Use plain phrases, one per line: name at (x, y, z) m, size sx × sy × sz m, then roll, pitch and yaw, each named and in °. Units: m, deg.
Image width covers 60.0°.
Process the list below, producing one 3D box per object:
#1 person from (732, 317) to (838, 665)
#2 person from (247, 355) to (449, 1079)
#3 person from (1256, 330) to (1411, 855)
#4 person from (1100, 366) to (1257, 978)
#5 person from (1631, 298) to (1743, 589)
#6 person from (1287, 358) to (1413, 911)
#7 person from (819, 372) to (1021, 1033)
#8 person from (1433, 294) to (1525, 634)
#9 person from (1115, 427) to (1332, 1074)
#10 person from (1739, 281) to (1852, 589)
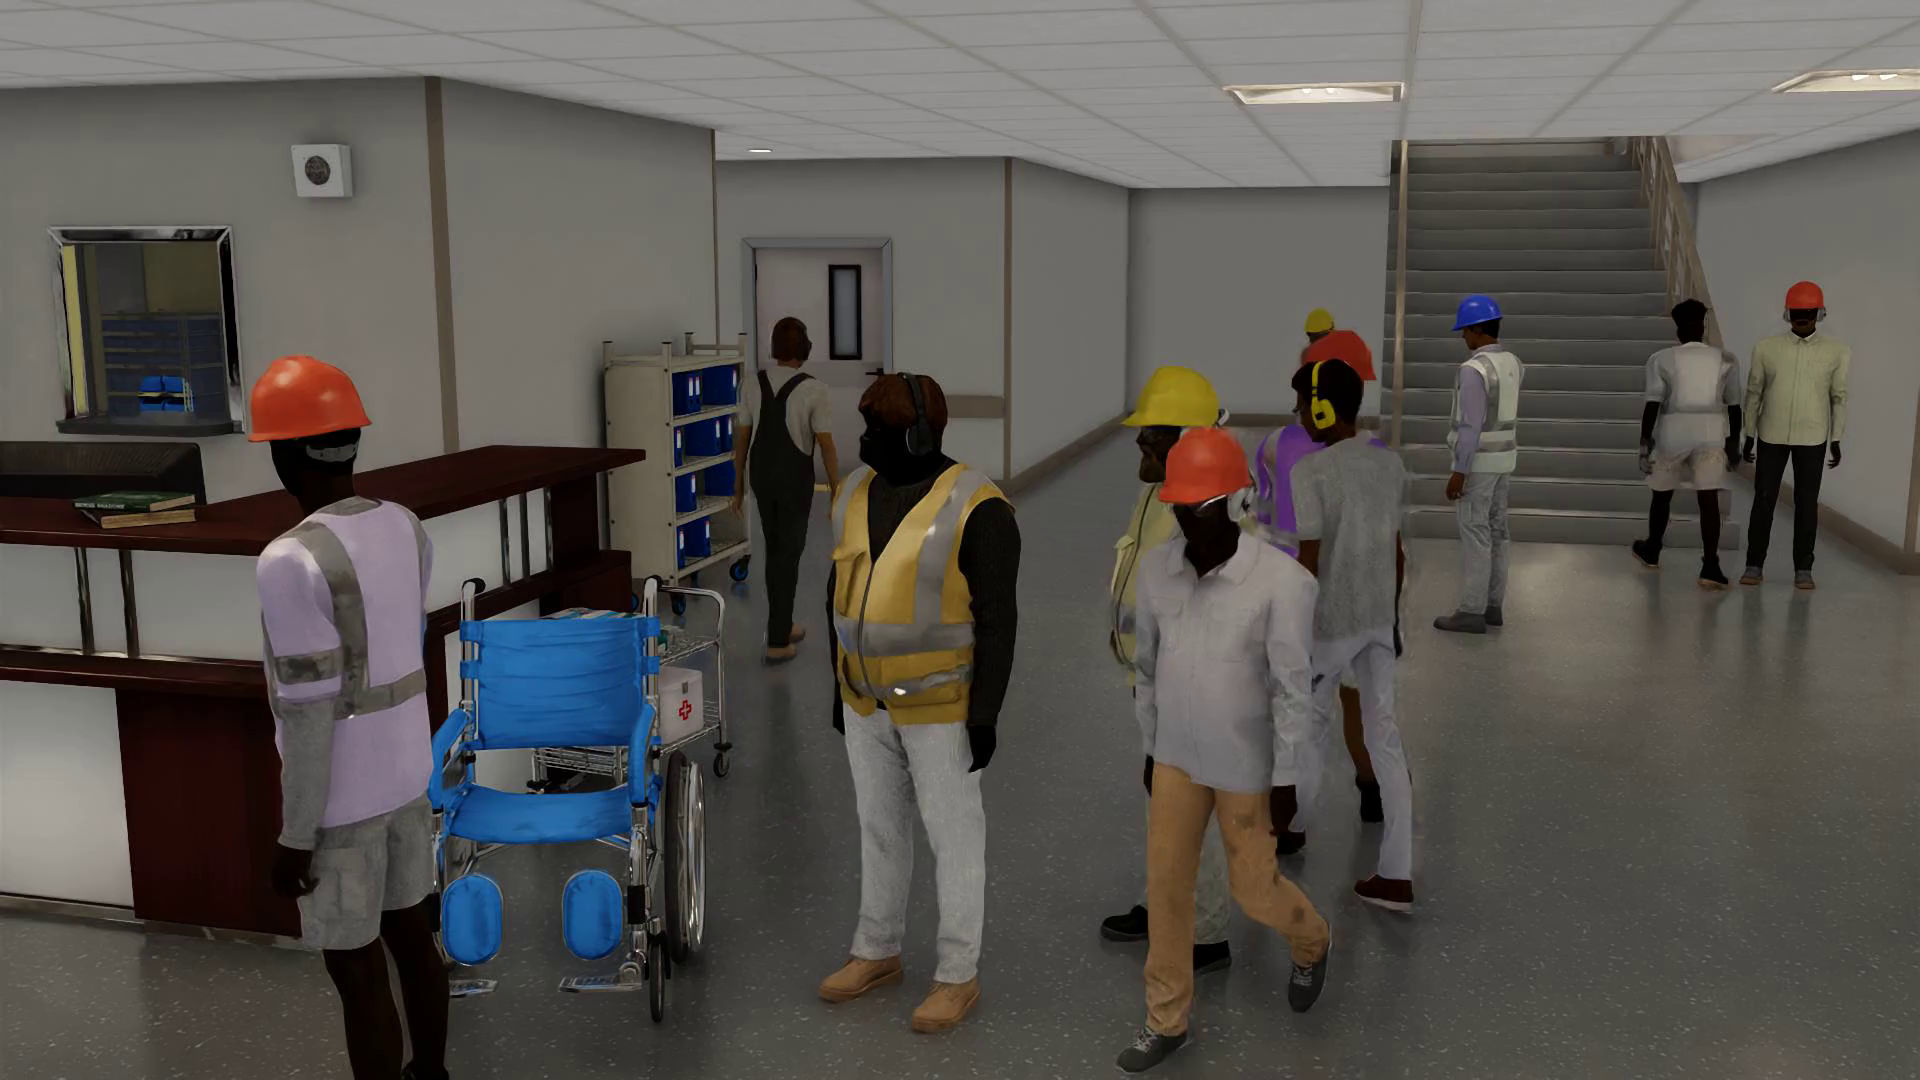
person at (-0.915, -0.276, 8.949) m, size 0.564 × 1.824 × 0.749 m, roll 3°, pitch 10°, yaw 19°
person at (-1.396, 0.553, 3.769) m, size 0.375 × 1.934 × 0.547 m, roll 2°, pitch 10°, yaw 11°
person at (1.350, 0.186, 6.067) m, size 0.565 × 1.882 × 0.975 m, roll 9°, pitch 13°, yaw 43°
person at (0.652, 0.396, 4.993) m, size 0.404 × 1.832 × 0.592 m, roll -3°, pitch 10°, yaw -17°
person at (4.865, -0.665, 11.087) m, size 0.692 × 1.895 × 1.061 m, roll 2°, pitch 10°, yaw 10°
person at (1.300, 0.293, 5.668) m, size 0.569 × 1.806 × 0.960 m, roll -5°, pitch 11°, yaw -25°
person at (-0.138, 0.449, 4.669) m, size 0.624 × 1.841 × 0.430 m, roll 8°, pitch 12°, yaw 38°
person at (2.983, -0.432, 9.557) m, size 0.402 × 1.938 × 0.603 m, roll 8°, pitch 13°, yaw 41°
person at (0.737, 0.541, 4.473) m, size 0.563 × 1.728 × 0.694 m, roll 9°, pitch 13°, yaw 41°
person at (5.426, -0.677, 10.835) m, size 0.608 × 1.995 × 0.377 m, roll 5°, pitch 11°, yaw 26°
